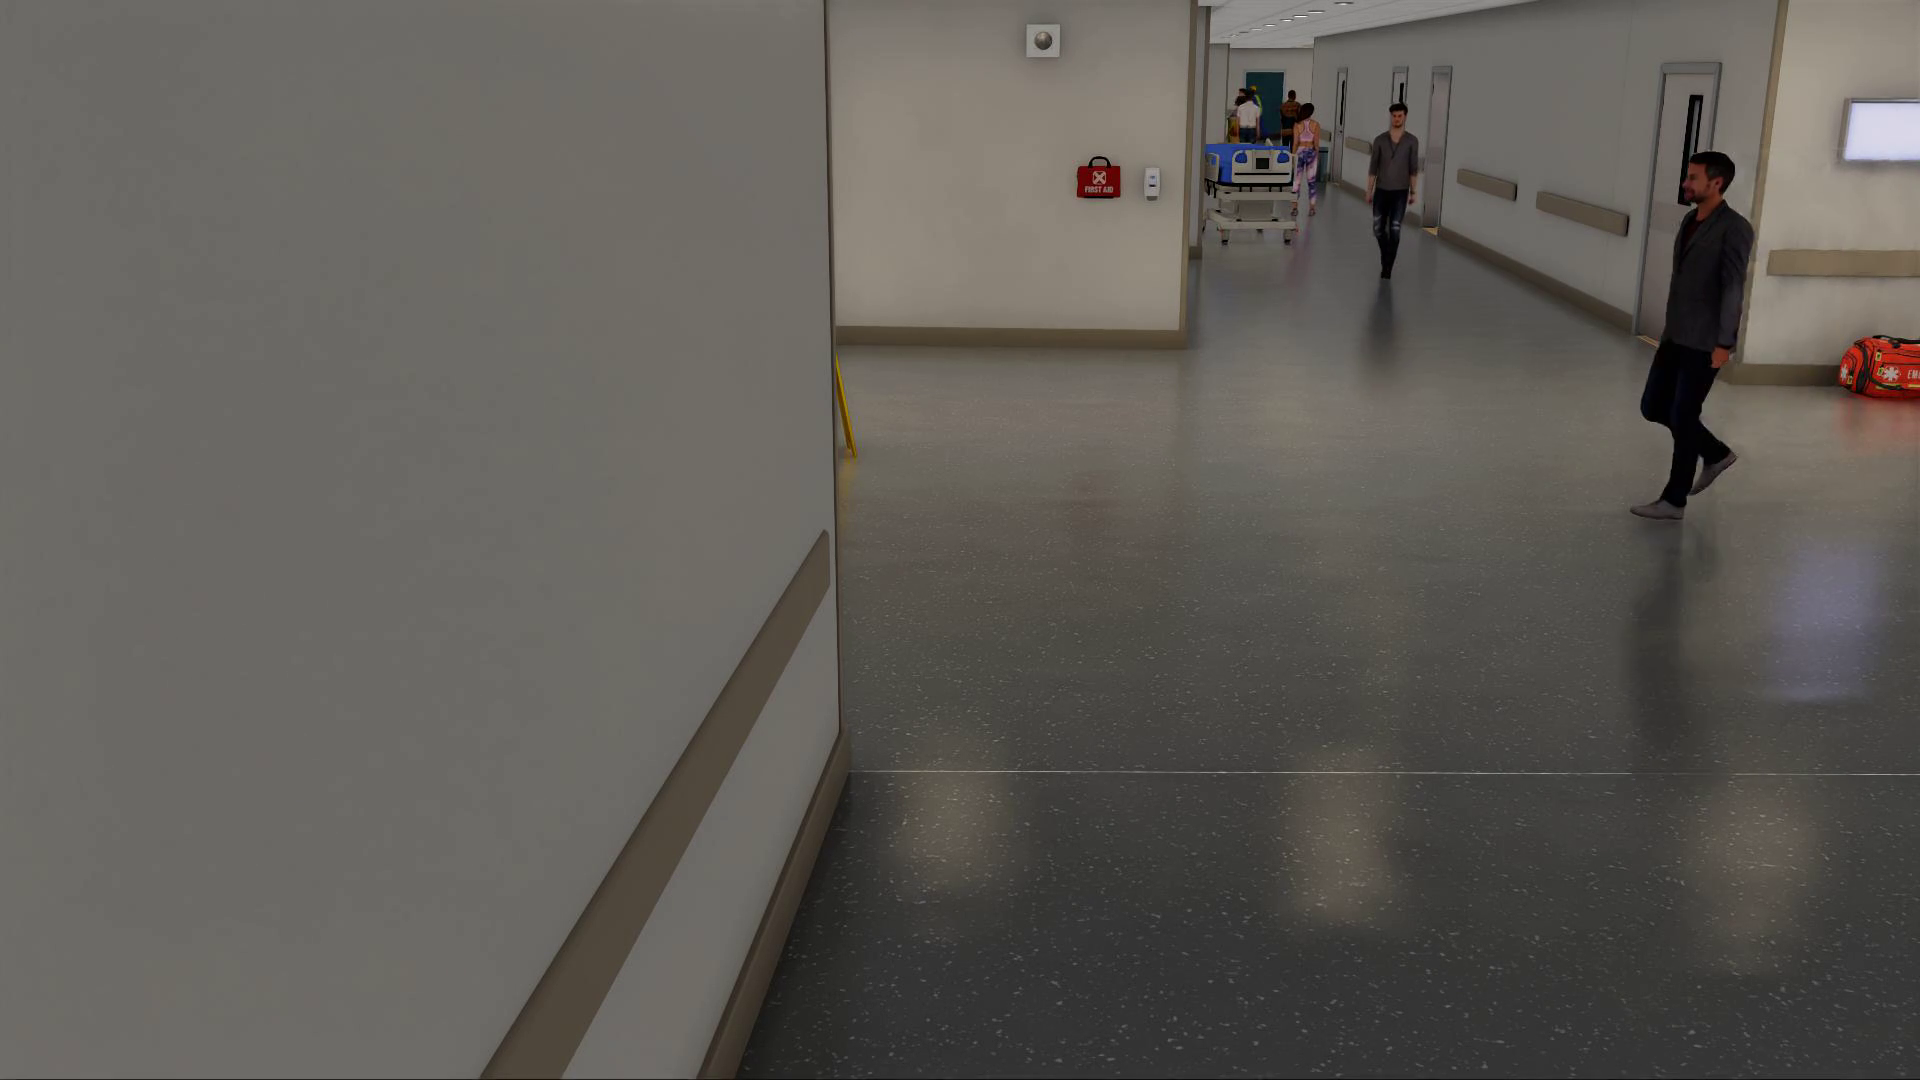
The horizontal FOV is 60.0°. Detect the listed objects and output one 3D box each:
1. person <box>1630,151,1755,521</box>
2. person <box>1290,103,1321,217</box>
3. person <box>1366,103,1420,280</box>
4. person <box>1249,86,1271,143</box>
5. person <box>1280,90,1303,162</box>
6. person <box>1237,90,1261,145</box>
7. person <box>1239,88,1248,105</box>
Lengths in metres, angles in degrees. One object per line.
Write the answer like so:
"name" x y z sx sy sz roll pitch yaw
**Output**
"person" 3.798 -1.017 8.441 1.005 1.857 0.840 -3 16 -11
"person" 5.529 -6.091 26.602 0.448 1.767 0.633 2 16 6
"person" 4.821 -3.877 18.539 1.097 1.882 0.957 6 17 20
"person" 9.532 -13.568 53.133 1.324 1.762 0.986 7 17 24
"person" 7.616 -9.442 38.338 0.728 1.808 0.850 8 17 25
"person" 6.321 -8.955 36.620 0.755 1.844 0.789 4 16 15
"person" 8.969 -13.453 52.800 0.628 1.721 0.687 -3 16 -10
